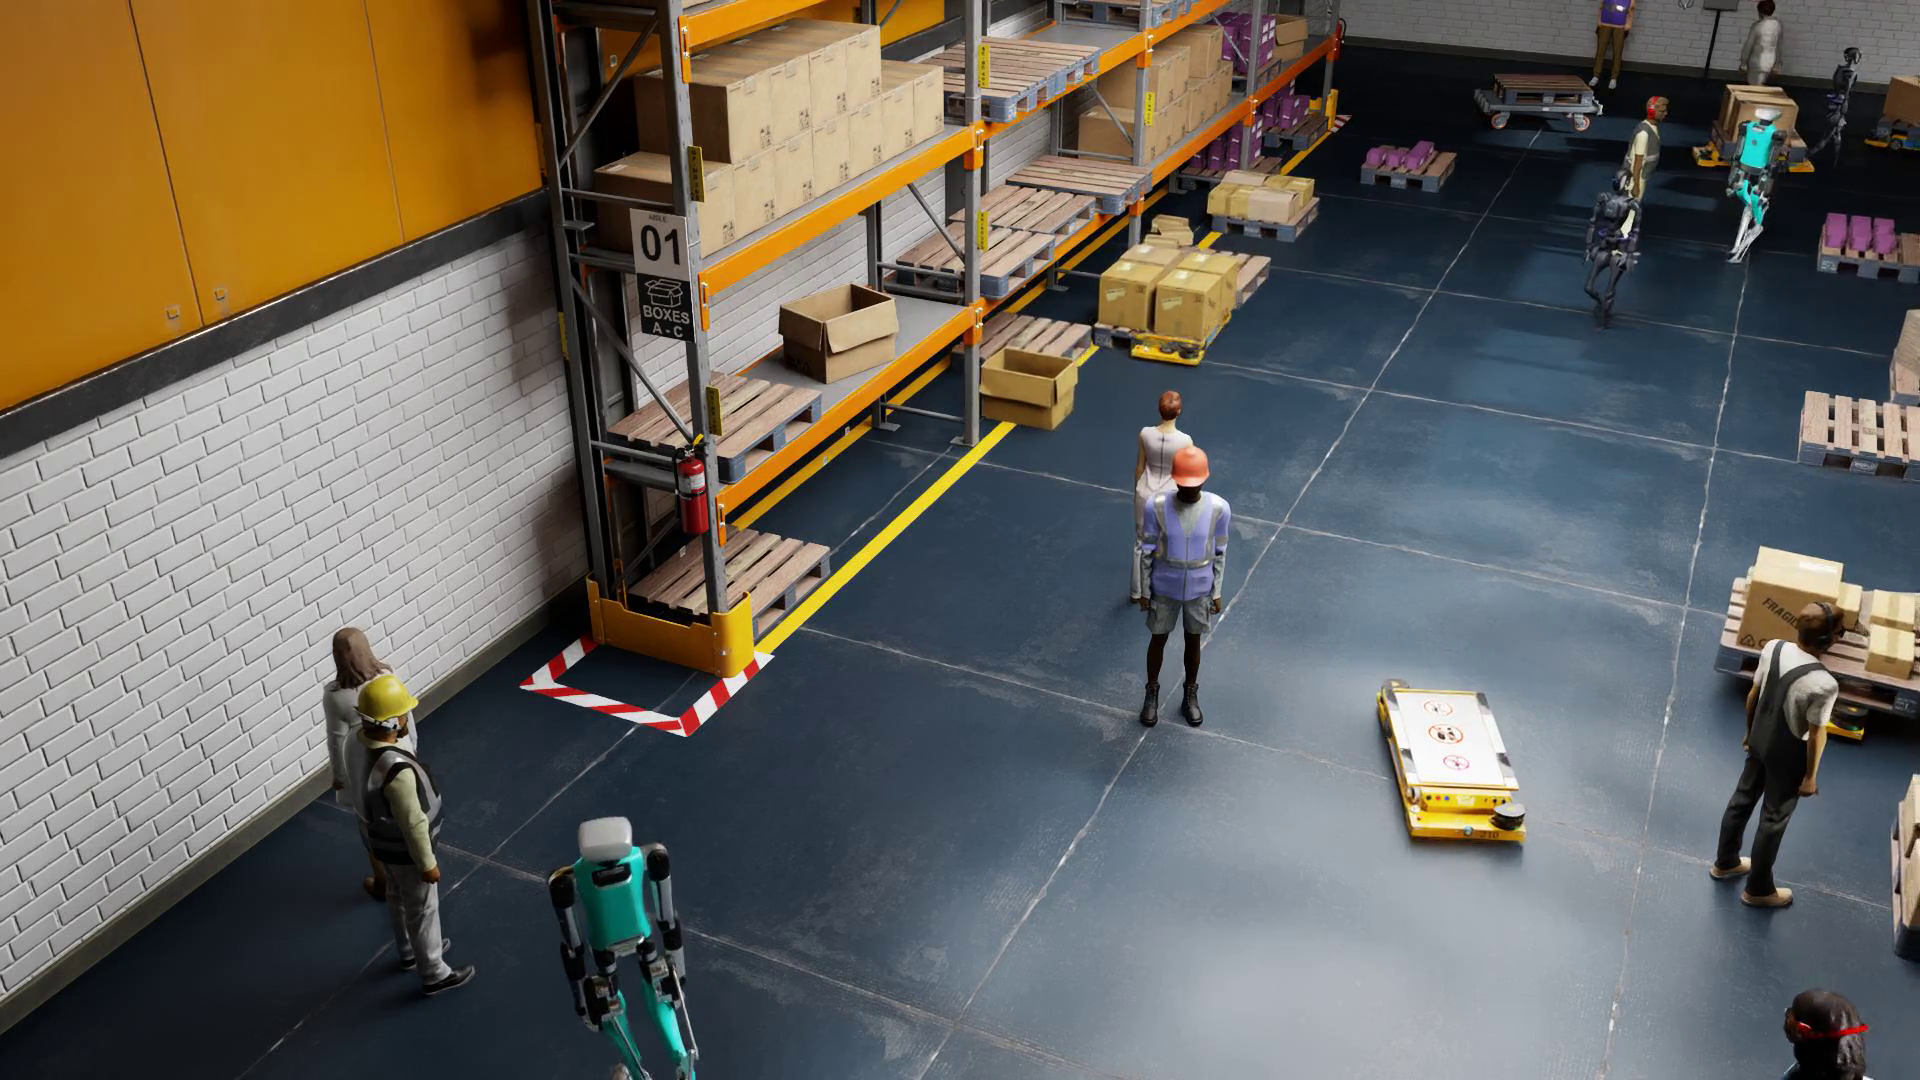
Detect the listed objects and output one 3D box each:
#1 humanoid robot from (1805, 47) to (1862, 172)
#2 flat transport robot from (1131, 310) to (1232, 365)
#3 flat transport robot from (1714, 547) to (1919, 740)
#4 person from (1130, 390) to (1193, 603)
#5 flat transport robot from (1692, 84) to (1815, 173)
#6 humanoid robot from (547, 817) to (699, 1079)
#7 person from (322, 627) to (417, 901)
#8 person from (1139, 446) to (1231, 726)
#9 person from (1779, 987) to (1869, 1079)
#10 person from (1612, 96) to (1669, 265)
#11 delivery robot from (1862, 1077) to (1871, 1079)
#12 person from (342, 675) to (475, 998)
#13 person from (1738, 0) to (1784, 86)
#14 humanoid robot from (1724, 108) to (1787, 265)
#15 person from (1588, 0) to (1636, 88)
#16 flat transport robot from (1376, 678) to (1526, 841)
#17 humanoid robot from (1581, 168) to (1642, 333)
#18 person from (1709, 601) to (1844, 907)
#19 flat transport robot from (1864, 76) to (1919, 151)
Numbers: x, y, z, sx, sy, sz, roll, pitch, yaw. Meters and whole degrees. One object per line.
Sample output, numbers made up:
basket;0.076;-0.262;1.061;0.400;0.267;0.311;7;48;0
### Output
humanoid robot;11.366;-5.603;21.688;0.779;1.632;0.609;6;29;11
flat transport robot;2.232;-2.108;16.636;0.659;0.231;1.431;11;30;19
flat transport robot;5.749;0.838;11.174;0.659;0.231;1.431;14;31;24
person;1.430;-0.279;11.788;0.431;1.650;0.283;10;30;17
flat transport robot;10.594;-5.120;22.222;1.431;0.231;0.659;7;29;13
humanoid robot;-1.429;2.075;7.340;0.549;1.753;0.948;-11;30;-20
person;-3.180;1.200;9.033;0.495;1.660;0.336;-25;37;-38
person;1.391;0.295;10.426;0.544;1.938;0.359;0;28;1
person;3.149;2.510;6.407;0.446;1.852;0.544;18;33;29
person;7.548;-4.027;18.533;0.392;1.845;0.562;14;31;25
delivery robot;4.293;2.712;7.406;0.801;0.602;0.499;16;32;27
person;-2.789;1.484;8.349;0.403;1.821;0.594;-22;36;-35
person;11.362;-6.798;23.746;0.532;1.783;0.886;-6;29;-12
humanoid robot;8.871;-3.939;18.487;0.809;1.774;0.555;-19;34;-32
person;10.187;-8.029;25.881;0.528;1.924;0.427;19;34;32
flat transport robot;3.005;1.333;10.256;0.659;0.231;1.431;2;28;4
humanoid robot;6.553;-2.904;16.636;0.435;1.647;0.585;-21;35;-33
person;4.417;1.142;8.950;0.352;1.846;0.505;-8;29;-14
flat transport robot;13.309;-5.474;22.878;1.431;0.231;0.659;22;35;35
